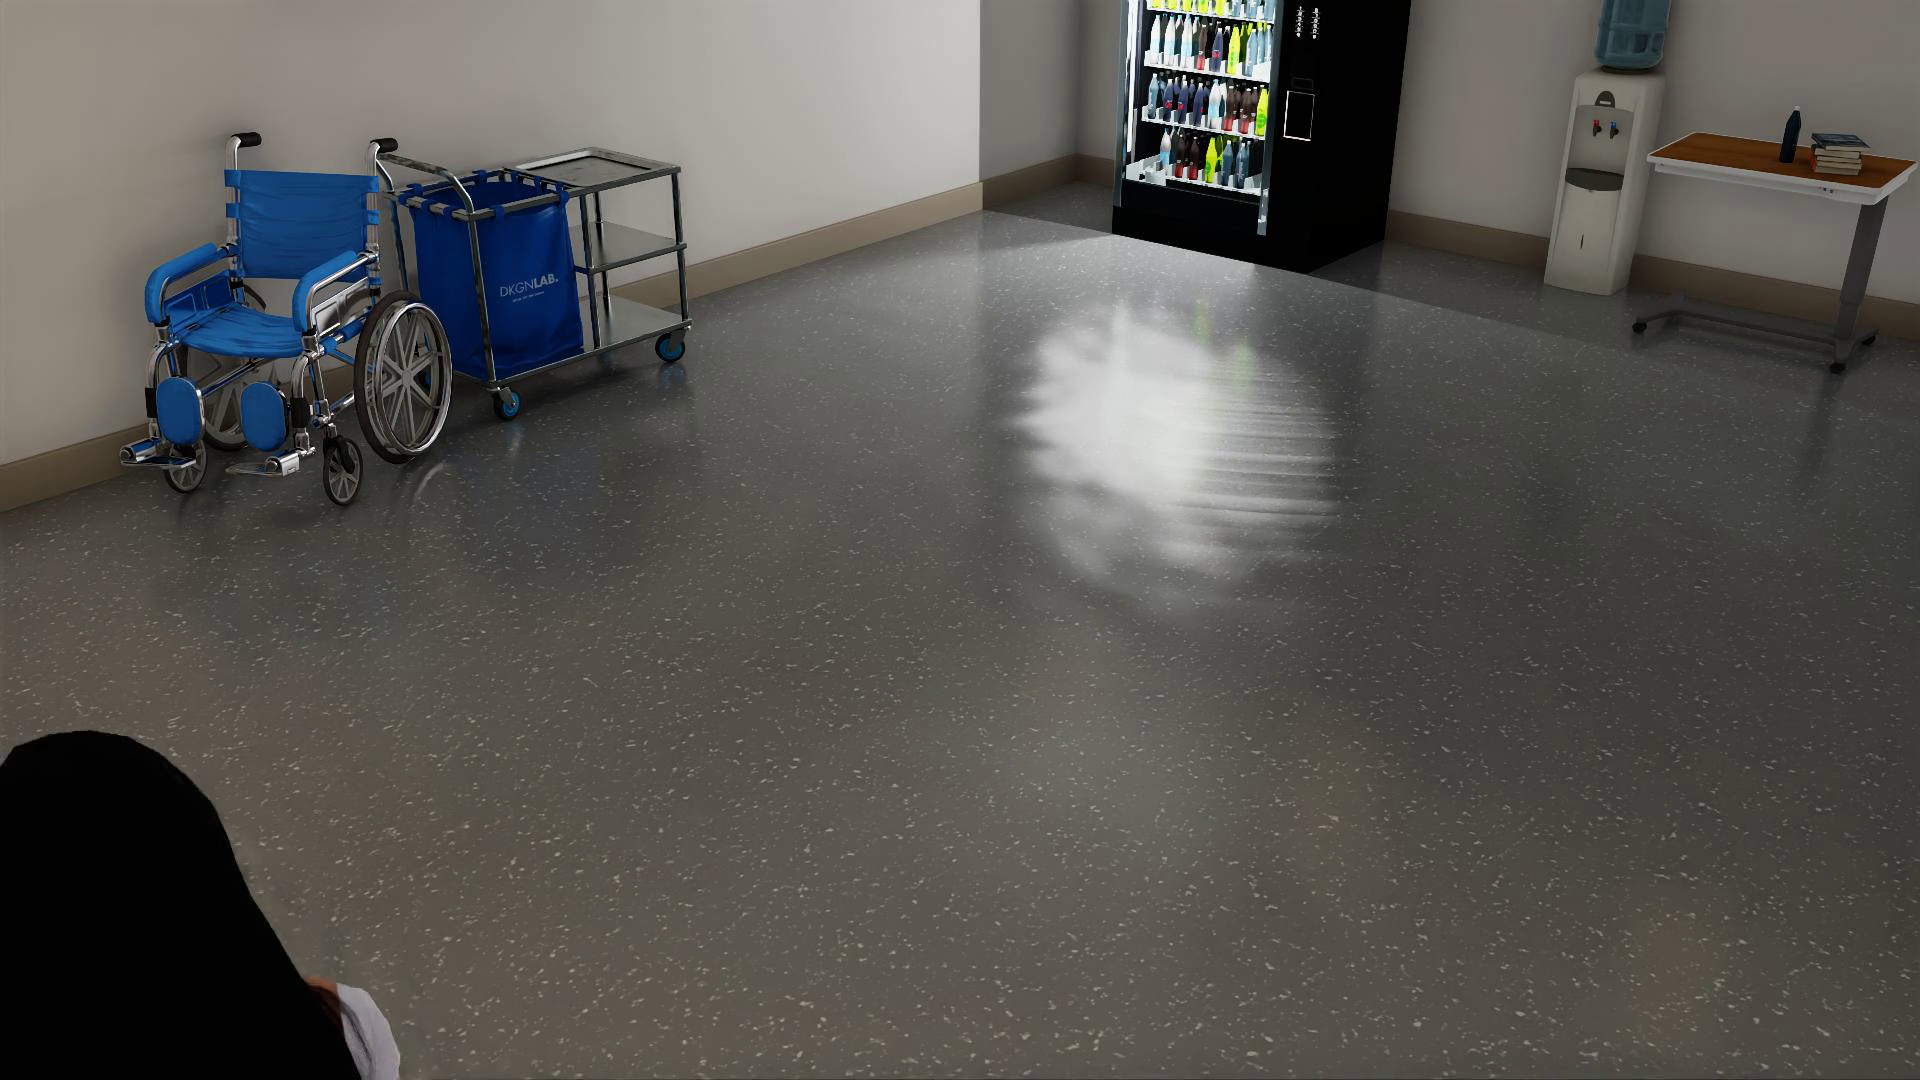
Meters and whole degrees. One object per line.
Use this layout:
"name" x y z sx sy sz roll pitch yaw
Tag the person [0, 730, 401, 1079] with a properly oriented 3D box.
"person" -0.594 0.995 1.570 0.665 1.758 0.912 -22 33 -38
